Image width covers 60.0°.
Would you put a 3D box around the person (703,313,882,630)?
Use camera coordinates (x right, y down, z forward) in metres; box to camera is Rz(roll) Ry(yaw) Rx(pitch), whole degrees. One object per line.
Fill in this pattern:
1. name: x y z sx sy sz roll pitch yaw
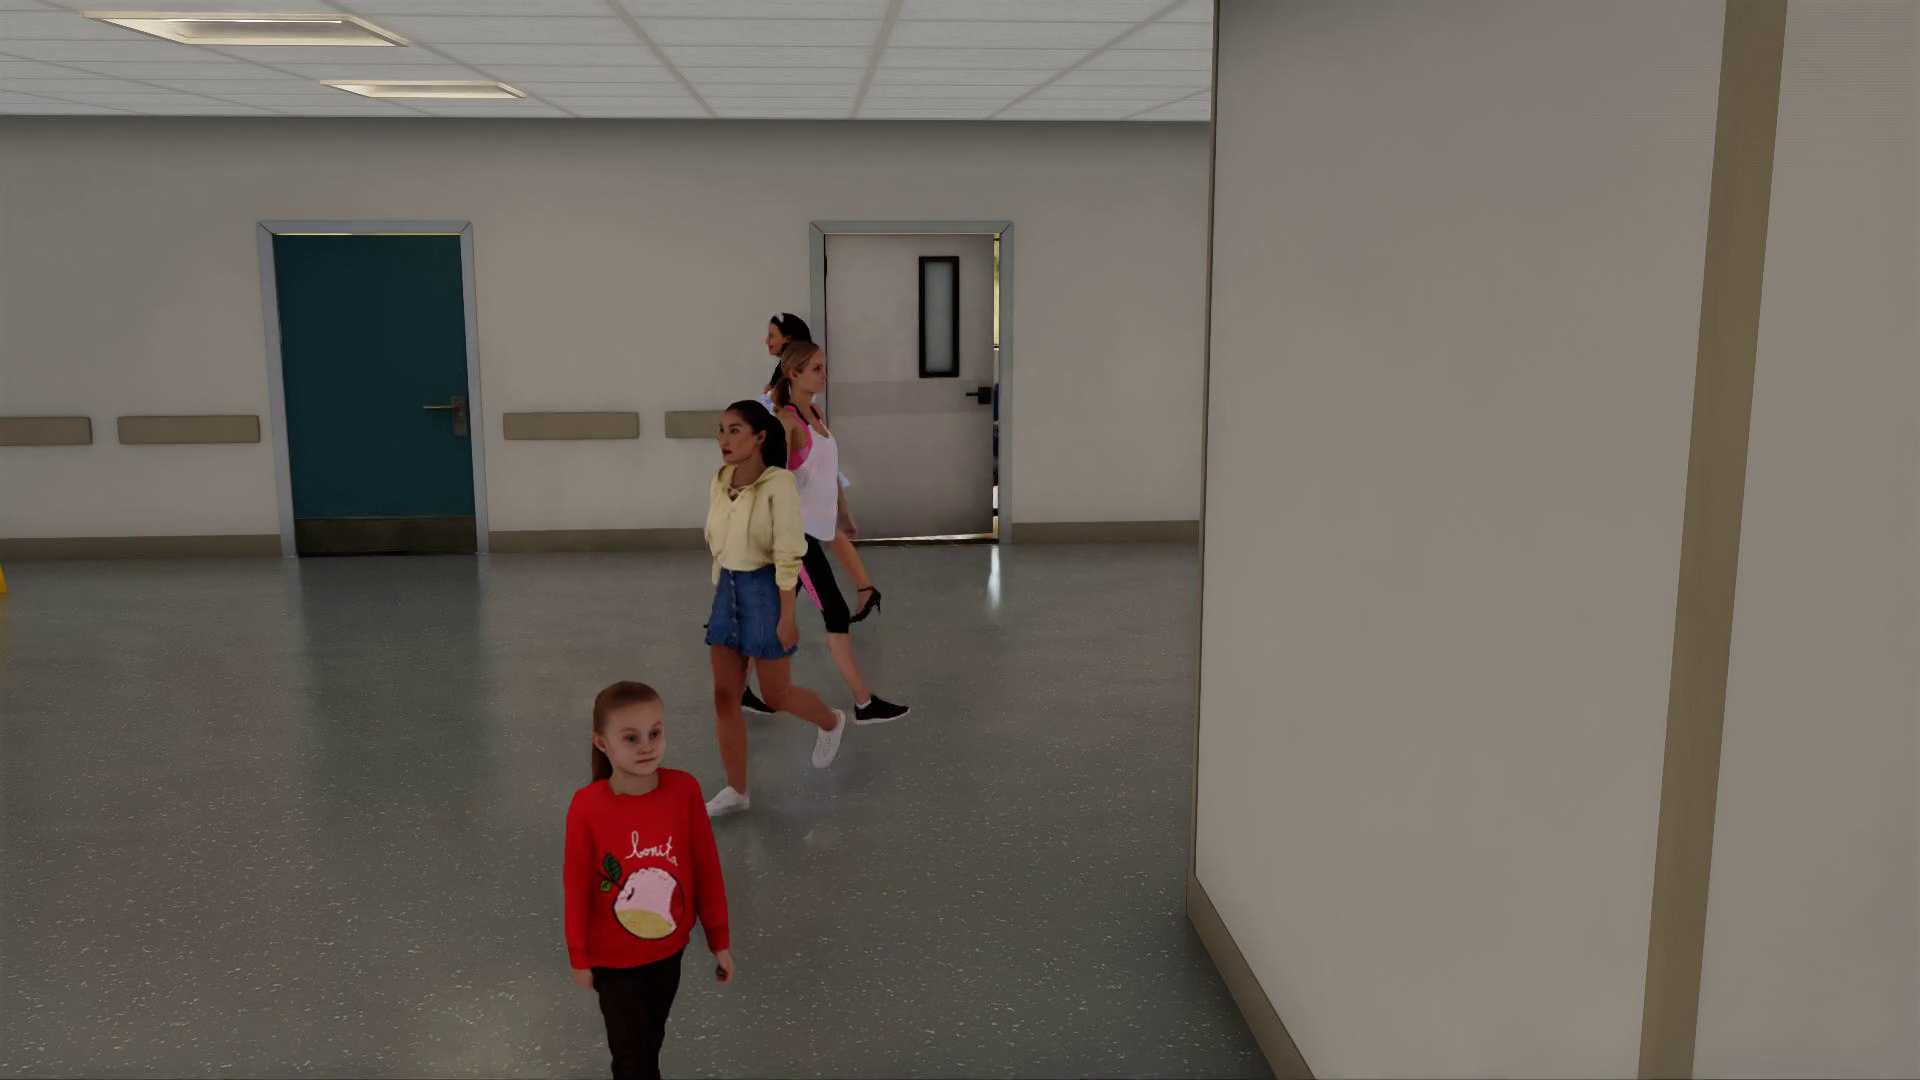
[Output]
1. person: -0.826 -0.317 9.177 1.251 1.761 0.740 -2 11 -13

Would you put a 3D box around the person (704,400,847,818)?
1. person: -0.748 0.265 6.506 1.005 1.613 1.064 9 14 40

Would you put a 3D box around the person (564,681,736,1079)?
1. person: -0.773 0.944 3.886 0.825 1.257 0.819 -9 14 -39

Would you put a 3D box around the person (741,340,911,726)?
1. person: -0.800 0.006 7.531 1.219 1.739 0.872 3 11 14
